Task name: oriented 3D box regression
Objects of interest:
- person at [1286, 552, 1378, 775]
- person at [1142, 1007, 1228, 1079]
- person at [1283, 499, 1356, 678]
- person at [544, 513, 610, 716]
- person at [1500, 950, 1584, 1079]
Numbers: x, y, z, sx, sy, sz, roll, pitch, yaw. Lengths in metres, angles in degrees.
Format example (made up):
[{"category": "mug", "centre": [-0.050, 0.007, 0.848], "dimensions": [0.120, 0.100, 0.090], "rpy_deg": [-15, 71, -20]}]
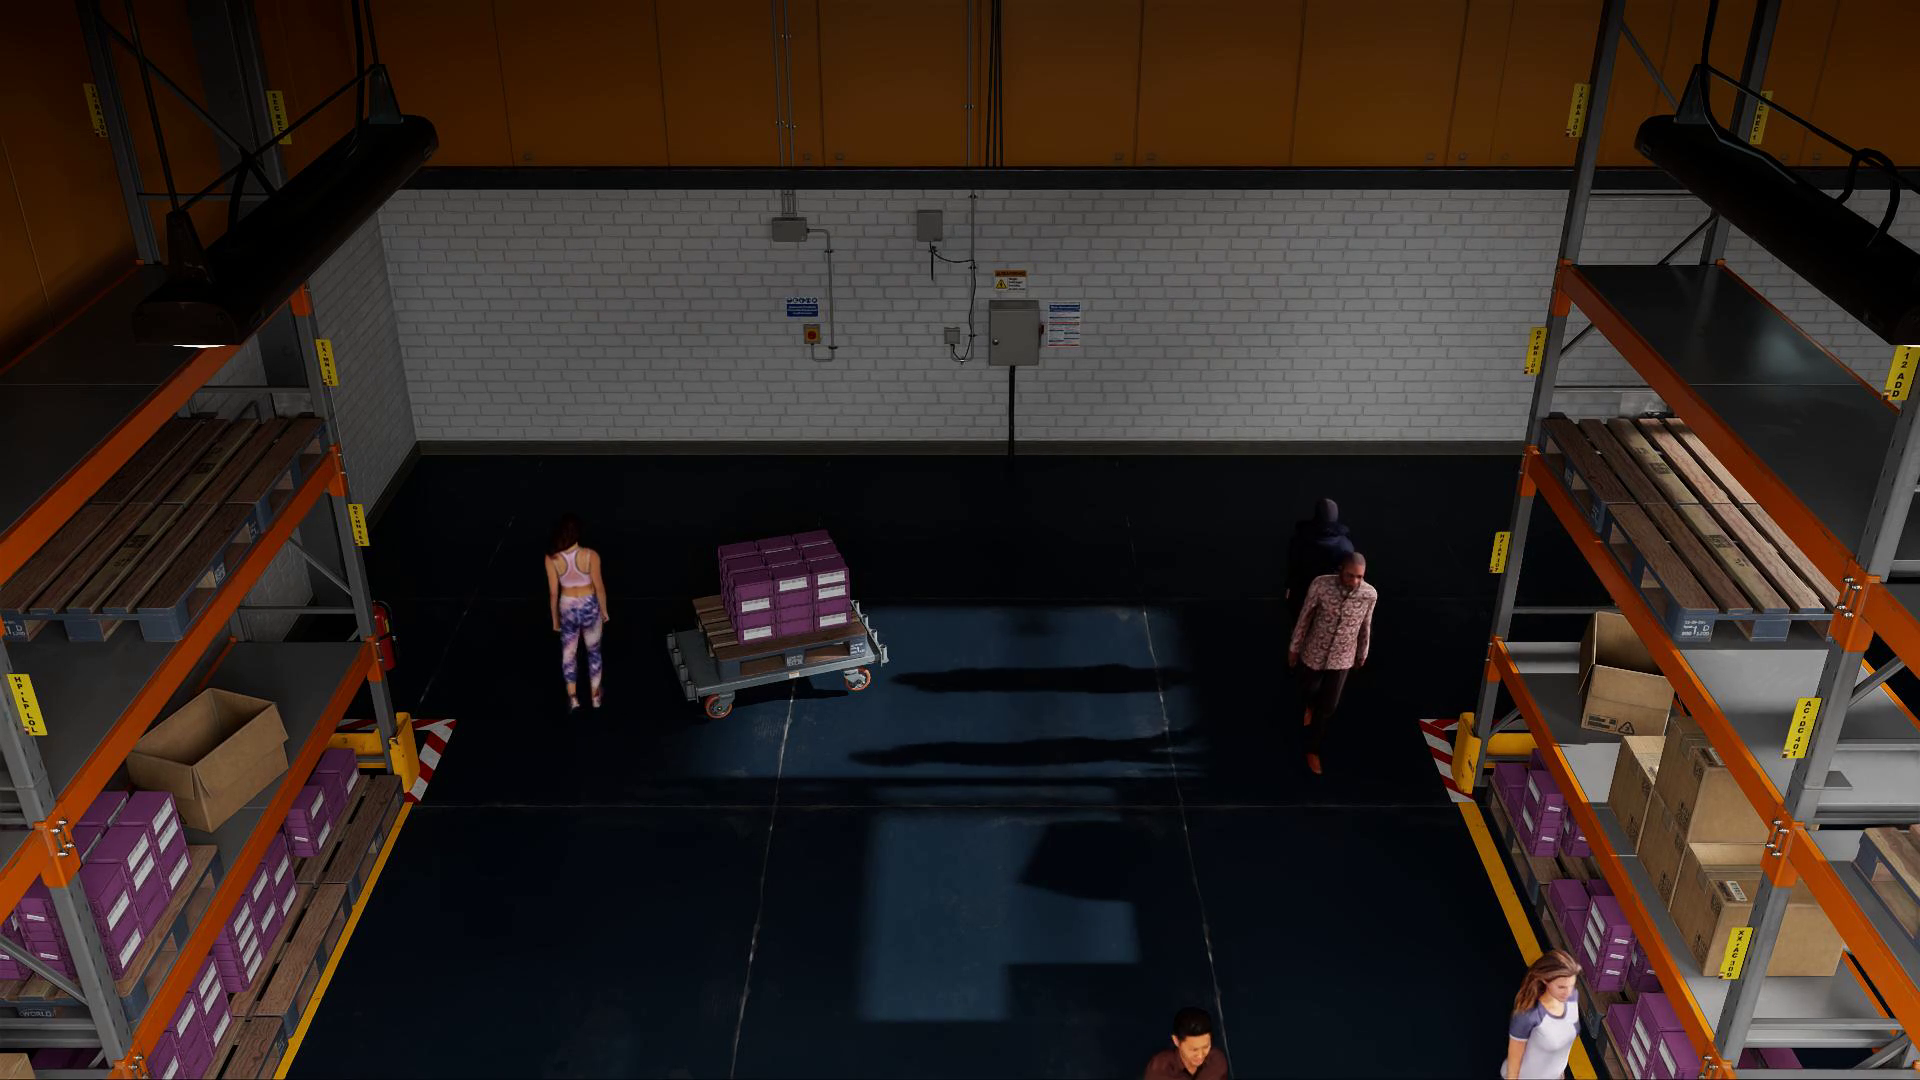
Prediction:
[{"category": "person", "centre": [2.780, 0.802, 12.510], "dimensions": [0.914, 1.784, 1.175], "rpy_deg": [9, 30, 15]}, {"category": "person", "centre": [1.065, 2.998, 8.521], "dimensions": [0.787, 1.750, 0.993], "rpy_deg": [-5, 29, -9]}, {"category": "person", "centre": [2.864, 0.439, 13.293], "dimensions": [0.772, 1.672, 0.793], "rpy_deg": [8, 30, 14]}, {"category": "person", "centre": [-2.940, 0.618, 12.876], "dimensions": [0.657, 1.756, 0.898], "rpy_deg": [-4, 29, -7]}, {"category": "person", "centre": [3.027, 2.836, 8.838], "dimensions": [0.690, 1.729, 0.708], "rpy_deg": [-17, 33, -28]}]
